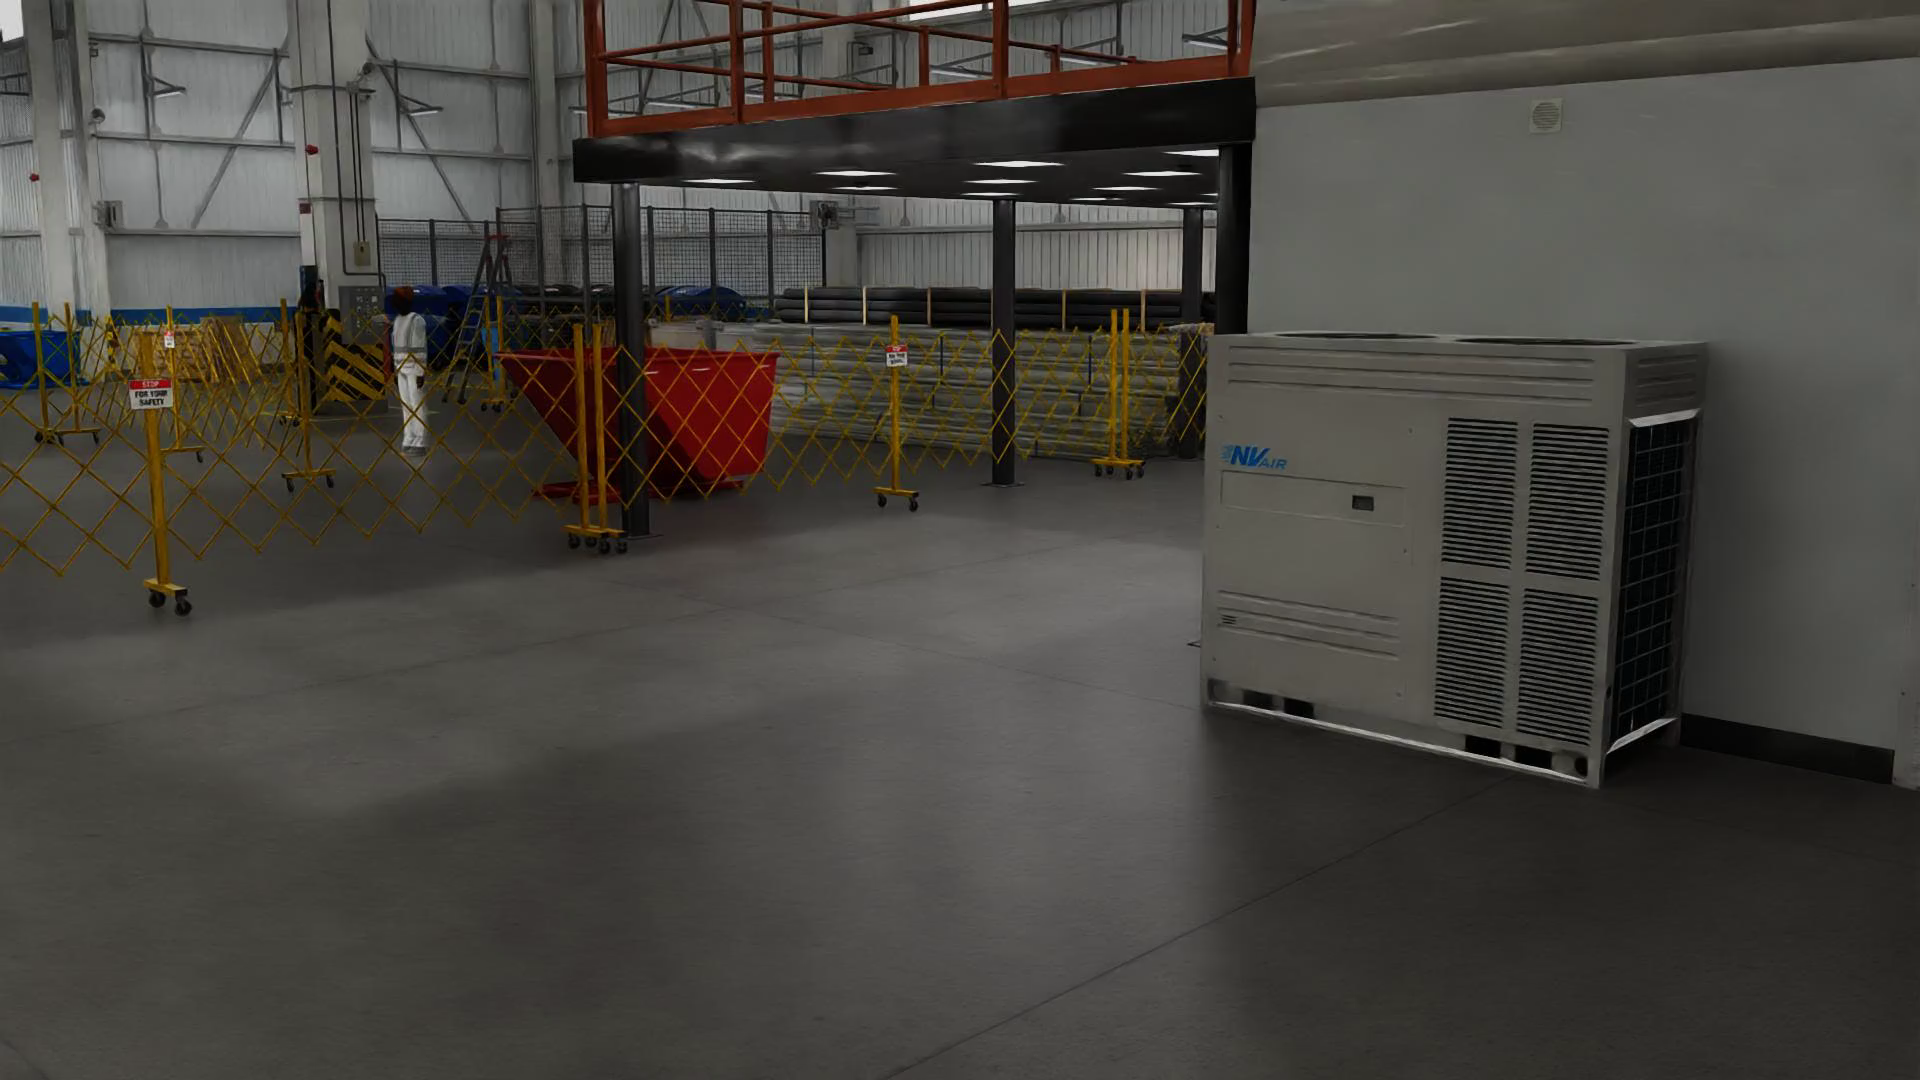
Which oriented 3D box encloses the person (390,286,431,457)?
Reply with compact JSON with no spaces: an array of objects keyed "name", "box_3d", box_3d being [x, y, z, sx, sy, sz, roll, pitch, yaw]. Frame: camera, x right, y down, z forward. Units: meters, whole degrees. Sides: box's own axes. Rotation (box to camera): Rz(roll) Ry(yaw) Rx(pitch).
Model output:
[{"name":"person","box_3d":[-6.084,-1.857,18.378,0.584,1.882,0.337,9,13,43]}]
